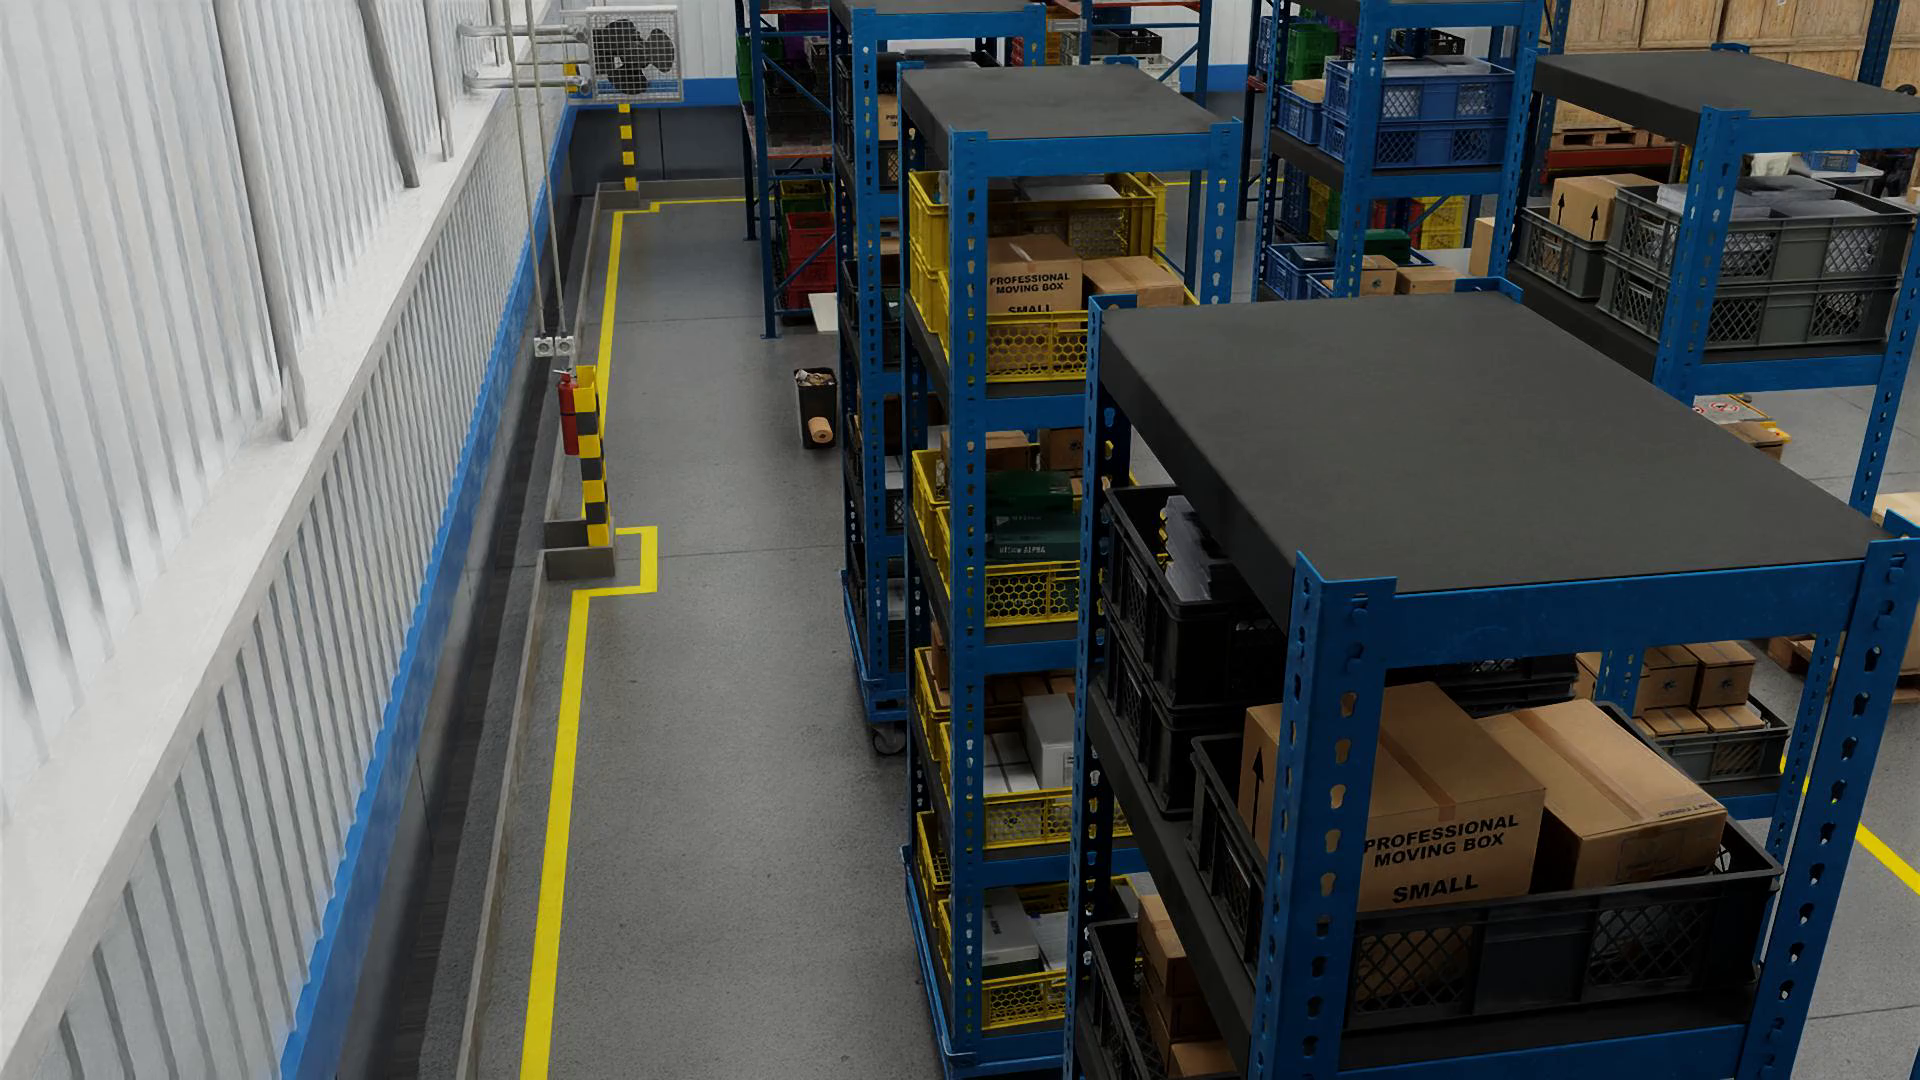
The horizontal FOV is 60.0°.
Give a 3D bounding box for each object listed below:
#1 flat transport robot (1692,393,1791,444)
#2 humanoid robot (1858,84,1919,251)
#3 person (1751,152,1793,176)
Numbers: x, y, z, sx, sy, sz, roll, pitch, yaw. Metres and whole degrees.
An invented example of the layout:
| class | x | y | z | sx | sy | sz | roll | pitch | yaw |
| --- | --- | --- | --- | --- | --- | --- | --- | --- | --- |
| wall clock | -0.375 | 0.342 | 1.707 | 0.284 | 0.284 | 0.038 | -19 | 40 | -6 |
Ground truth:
| class | x | y | z | sx | sy | sz | roll | pitch | yaw |
| --- | --- | --- | --- | --- | --- | --- | --- | --- | --- |
| flat transport robot | 5.224 | -0.859 | 12.132 | 1.431 | 0.197 | 0.652 | -4 | 25 | -8 |
| humanoid robot | 9.345 | -3.729 | 16.702 | 0.313 | 1.657 | 0.601 | -7 | 26 | -15 |
| person | 7.284 | -3.050 | 15.134 | 0.525 | 1.767 | 0.329 | -16 | 29 | -31 |
